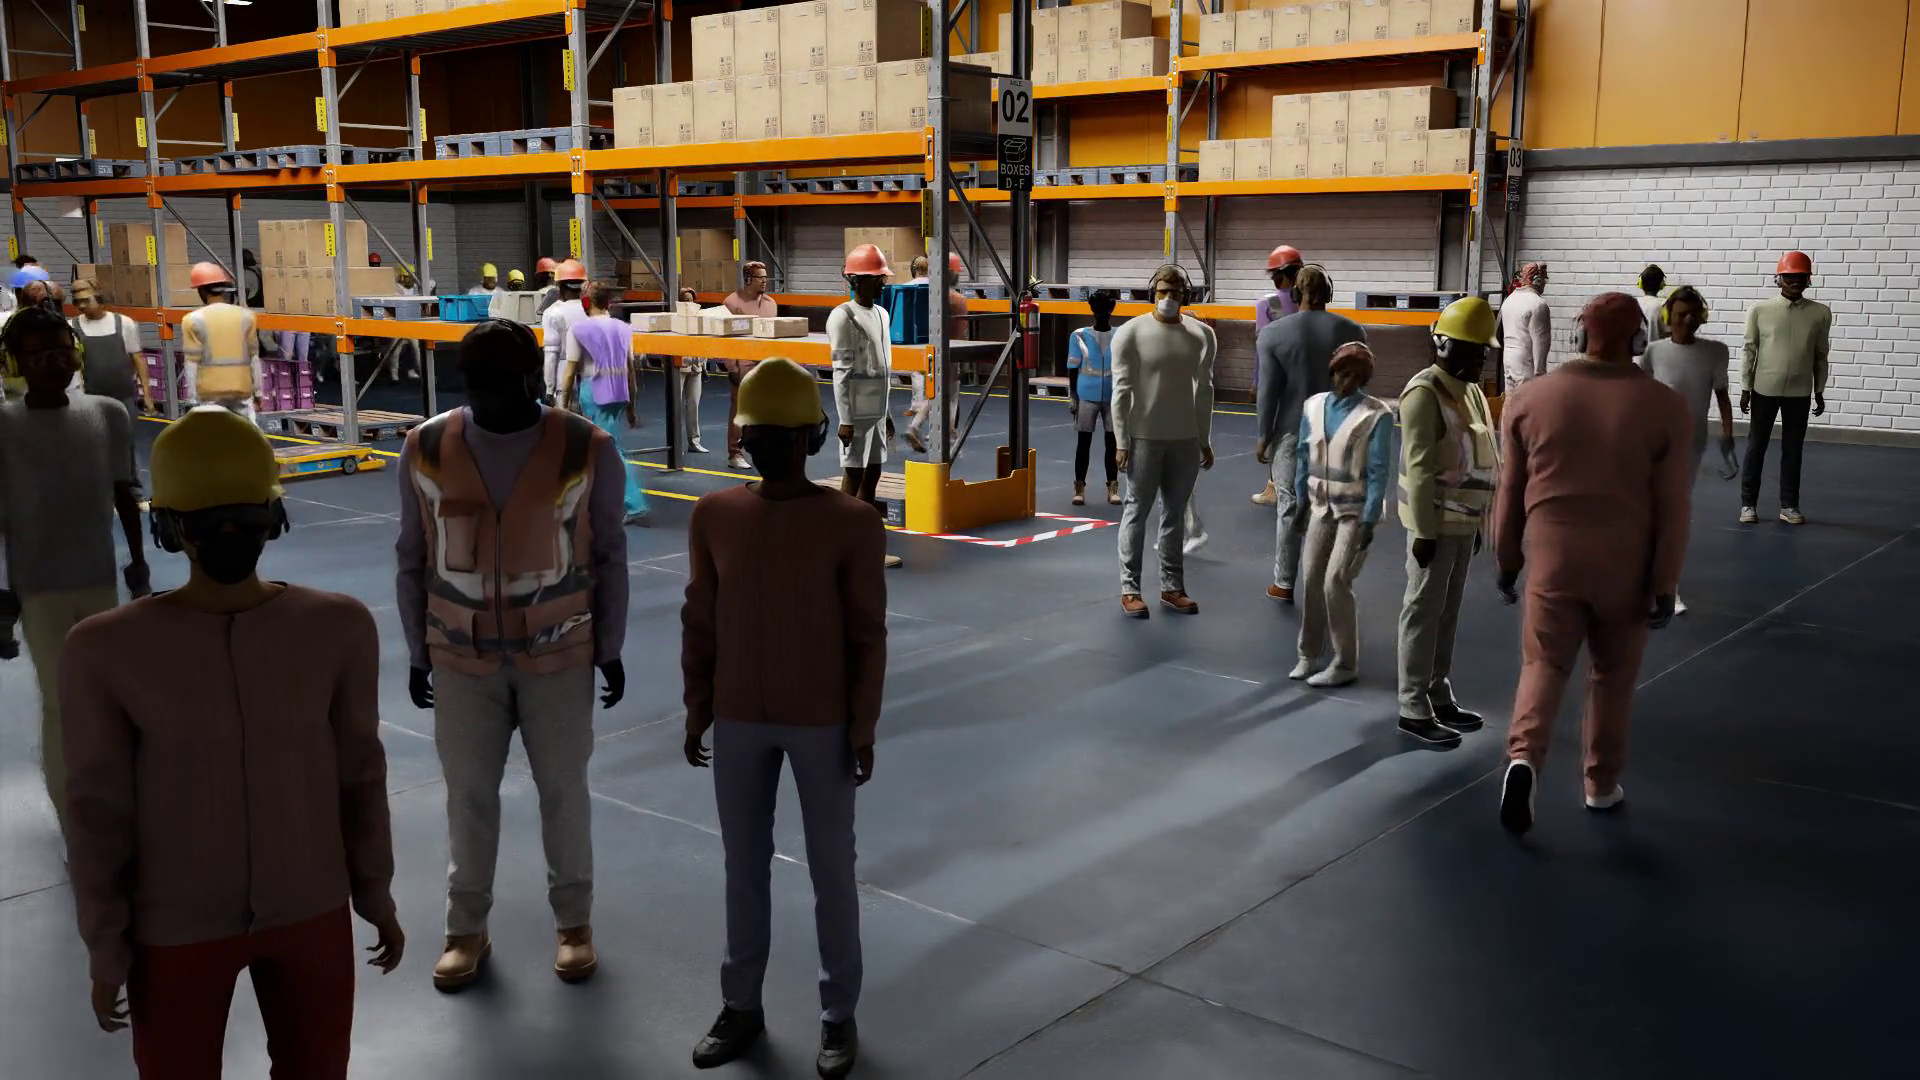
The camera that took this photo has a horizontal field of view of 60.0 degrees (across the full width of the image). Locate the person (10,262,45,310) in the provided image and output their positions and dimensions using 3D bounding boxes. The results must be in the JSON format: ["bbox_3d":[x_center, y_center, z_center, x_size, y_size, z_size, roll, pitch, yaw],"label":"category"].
[{"bbox_3d":[-8.970,-1.750,16.190,0.585,1.882,0.337,6,12,31],"label":"person"}]

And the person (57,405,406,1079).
[{"bbox_3d":[-1.220,0.652,2.851,0.523,1.769,0.315,-8,12,-37],"label":"person"}]

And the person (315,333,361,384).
[{"bbox_3d":[-9.313,-3.125,24.800,0.707,1.609,0.527,5,11,27],"label":"person"}]

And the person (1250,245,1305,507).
[{"bbox_3d":[2.541,-1.280,13.063,0.605,2.043,0.376,-5,11,-26],"label":"person"}]

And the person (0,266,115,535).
[{"bbox_3d":[-6.391,-0.934,11.530,0.981,1.883,0.632,5,11,25],"label":"person"}]

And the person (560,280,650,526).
[{"bbox_3d":[-2.625,-1.002,12.217,0.978,1.795,0.569,6,12,30],"label":"person"}]

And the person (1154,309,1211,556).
[{"bbox_3d":[1.461,-0.697,10.922,0.359,1.628,0.551,4,11,21],"label":"person"}]

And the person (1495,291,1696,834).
[{"bbox_3d":[2.161,0.088,5.753,0.662,1.879,0.821,6,12,31],"label":"person"}]

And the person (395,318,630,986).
[{"bbox_3d":[-1.225,0.313,4.585,0.624,1.838,0.430,-1,10,-6],"label":"person"}]

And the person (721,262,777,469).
[{"bbox_3d":[-1.888,-1.600,15.317,0.402,1.901,0.644,10,14,44],"label":"person"}]

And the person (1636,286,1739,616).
[{"bbox_3d":[4.091,-0.537,9.495,0.522,1.826,0.963,1,10,4],"label":"person"}]

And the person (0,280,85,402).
[{"bbox_3d":[-5.633,-0.684,10.283,0.631,1.833,0.429,5,11,28],"label":"person"}]

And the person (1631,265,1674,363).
[{"bbox_3d":[6.294,-1.579,15.261,0.536,1.868,0.314,8,13,38],"label":"person"}]

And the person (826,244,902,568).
[{"bbox_3d":[-0.573,-0.801,10.336,0.373,2.043,0.615,5,11,24],"label":"person"}]

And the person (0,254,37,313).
[{"bbox_3d":[-11.097,-2.411,19.772,0.645,1.950,0.638,9,13,40],"label":"person"}]

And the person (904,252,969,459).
[{"bbox_3d":[-0.185,-1.746,15.891,0.561,1.981,0.623,-10,14,-44],"label":"person"}]

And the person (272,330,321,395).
[{"bbox_3d":[-9.132,-2.926,22.826,0.401,1.905,0.702,7,12,33],"label":"person"}]

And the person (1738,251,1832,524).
[{"bbox_3d":[6.058,-1.114,12.247,0.613,1.997,0.374,2,10,10],"label":"person"}]

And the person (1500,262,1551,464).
[{"bbox_3d":[5.229,-1.604,15.333,0.398,1.897,0.646,-2,10,-9],"label":"person"}]

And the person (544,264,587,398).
[{"bbox_3d":[-3.164,-1.290,13.486,0.398,1.919,0.588,-2,10,-12],"label":"person"}]

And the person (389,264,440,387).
[{"bbox_3d":[-7.967,-3.083,24.059,0.954,1.777,0.587,7,12,36],"label":"person"}]

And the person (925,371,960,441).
[{"bbox_3d":[-0.184,-1.879,17.459,0.321,1.696,0.530,6,12,32],"label":"person"}]

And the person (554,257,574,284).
[{"bbox_3d":[-6.220,-3.574,26.580,0.354,1.883,0.576,8,13,39],"label":"person"}]

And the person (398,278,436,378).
[{"bbox_3d":[-8.432,-3.443,25.875,0.611,1.870,0.621,-9,14,-43],"label":"person"}]

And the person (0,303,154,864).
[{"bbox_3d":[-2.933,0.154,5.448,0.538,1.853,0.532,8,13,40],"label":"person"}]

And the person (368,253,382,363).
[{"bbox_3d":[-10.317,-4.105,29.448,0.545,1.938,0.355,-9,13,-40],"label":"person"}]

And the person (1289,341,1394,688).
[{"bbox_3d":[1.756,-0.108,7.640,0.349,1.607,0.530,-7,12,-35],"label":"person"}]

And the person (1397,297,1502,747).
[{"bbox_3d":[2.018,-0.081,6.862,0.403,1.823,0.586,7,12,35],"label":"person"}]

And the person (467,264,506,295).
[{"bbox_3d":[-6.382,-2.848,22.685,0.590,1.790,0.887,-7,12,-33],"label":"person"}]

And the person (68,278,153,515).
[{"bbox_3d":[-6.394,-1.060,12.519,0.602,1.810,0.445,-6,12,-32],"label":"person"}]

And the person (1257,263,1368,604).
[{"bbox_3d":[1.980,-0.591,9.451,0.629,1.936,0.373,0,10,-2],"label":"person"}]

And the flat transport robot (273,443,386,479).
[{"bbox_3d":[-5.885,-0.688,14.734,0.652,0.197,1.431,6,12,30],"label":"flat transport robot"}]

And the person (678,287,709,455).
[{"bbox_3d":[-2.693,-1.652,16.326,0.310,1.642,0.514,9,14,43],"label":"person"}]

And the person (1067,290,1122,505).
[{"bbox_3d":[1.110,-1.116,13.115,0.537,1.695,0.320,0,10,-1],"label":"person"}]

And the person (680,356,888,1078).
[{"bbox_3d":[-0.435,0.437,4.074,0.525,1.770,0.307,2,10,13],"label":"person"}]

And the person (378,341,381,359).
[{"bbox_3d":[-10.646,-4.143,30.526,0.500,1.633,0.286,-8,13,-39],"label":"person"}]

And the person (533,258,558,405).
[{"bbox_3d":[-4.625,-2.217,18.781,0.682,1.906,0.625,5,11,25],"label":"person"}]

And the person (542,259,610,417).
[{"bbox_3d":[-3.011,-1.227,13.071,0.551,1.932,0.378,-6,12,-32],"label":"person"}]

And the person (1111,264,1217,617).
[{"bbox_3d":[1.128,-0.546,9.189,0.629,1.937,0.376,-4,11,-20],"label":"person"}]

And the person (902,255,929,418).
[{"bbox_3d":[-0.472,-2.413,19.809,0.627,1.941,0.371,-9,13,-42],"label":"person"}]

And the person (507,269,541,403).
[{"bbox_3d":[-5.276,-2.339,19.880,0.526,1.768,0.331,-7,12,-36],"label":"person"}]

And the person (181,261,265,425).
[{"bbox_3d":[-5.524,-1.125,12.525,0.579,1.923,0.525,-8,13,-40],"label":"person"}]

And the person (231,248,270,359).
[{"bbox_3d":[-12.388,-4.080,29.013,0.618,2.000,0.687,0,10,2],"label":"person"}]
